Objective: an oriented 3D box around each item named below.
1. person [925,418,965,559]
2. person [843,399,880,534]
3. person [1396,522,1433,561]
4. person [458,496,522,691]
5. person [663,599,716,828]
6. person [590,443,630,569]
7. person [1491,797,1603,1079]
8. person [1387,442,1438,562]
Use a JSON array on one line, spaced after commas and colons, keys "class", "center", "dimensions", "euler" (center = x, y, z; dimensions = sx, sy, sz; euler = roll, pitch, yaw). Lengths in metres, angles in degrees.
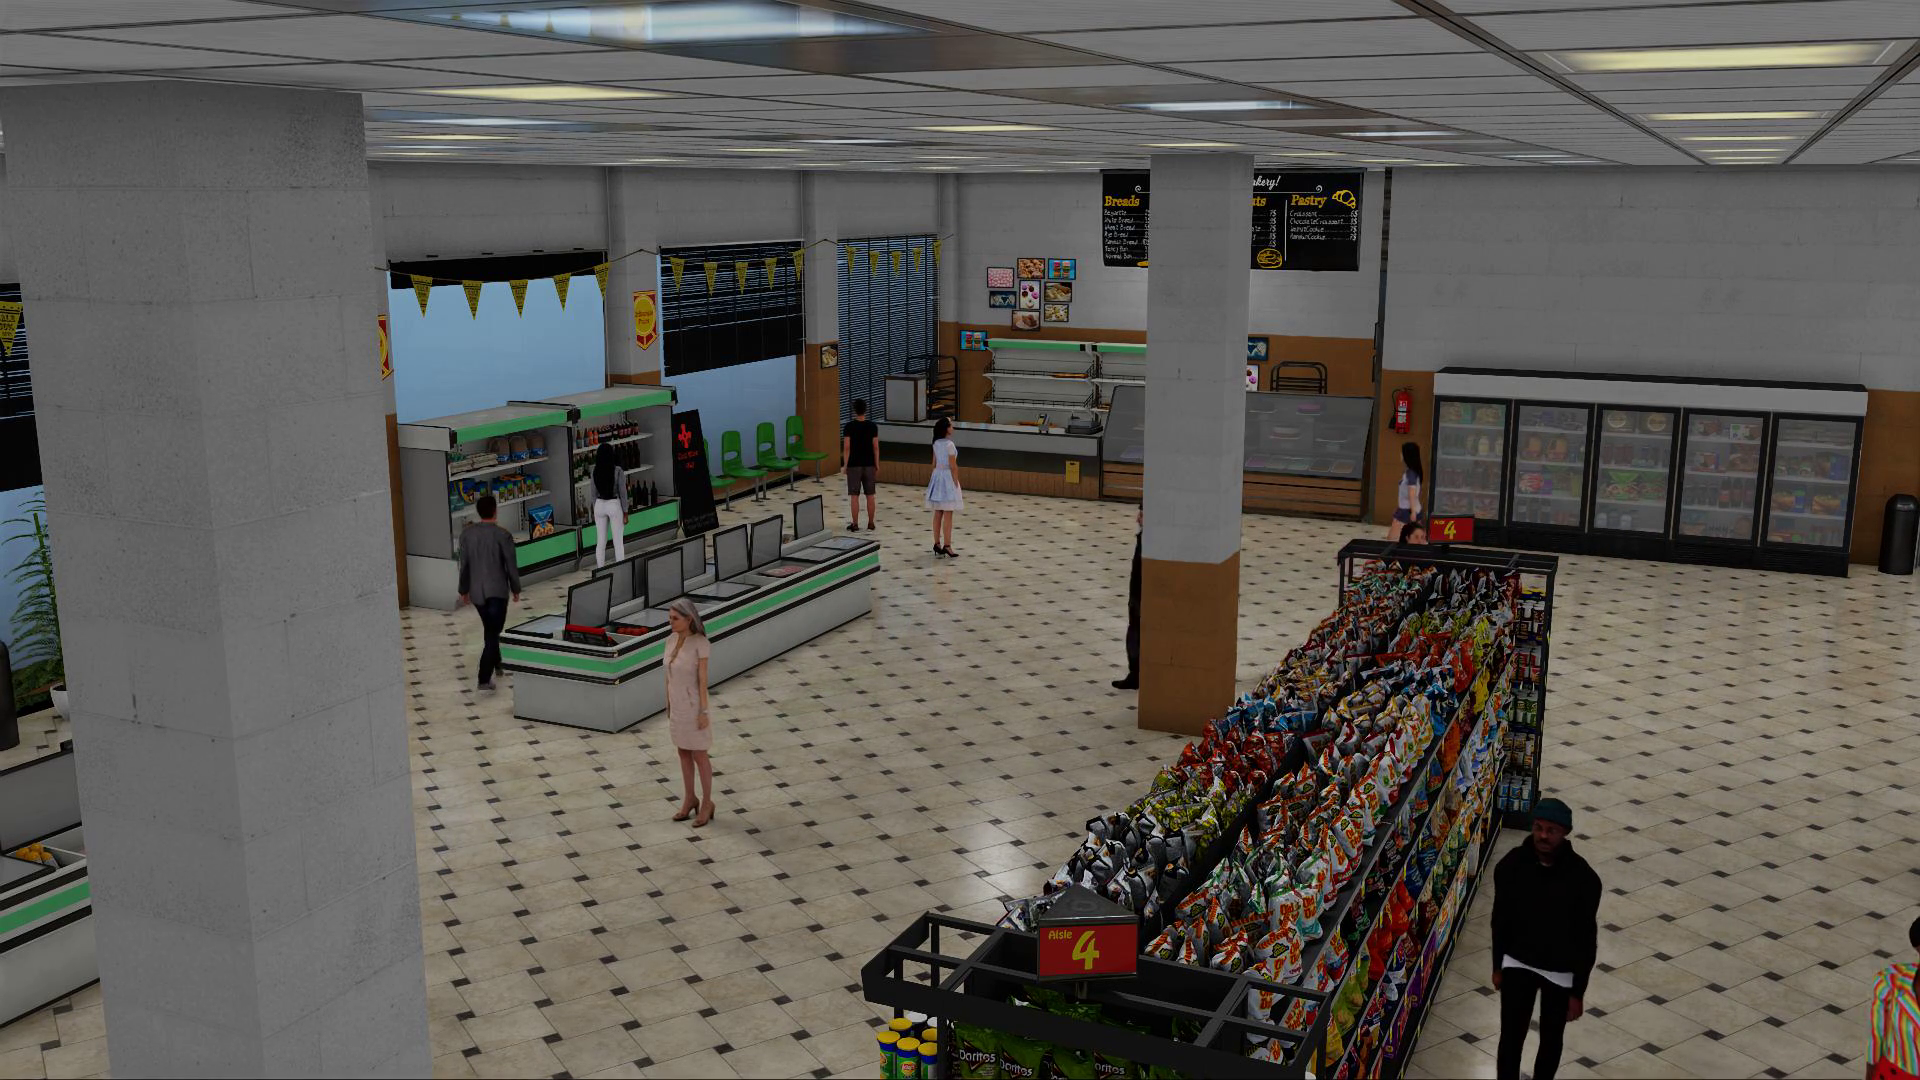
[{"class": "person", "center": [-0.197, -0.686, 21.597], "dimensions": [0.872, 1.816, 0.831], "euler": [-9, 15, -38]}, {"class": "person", "center": [-1.379, -1.036, 23.158], "dimensions": [0.765, 1.858, 0.807], "euler": [-3, 12, -15]}, {"class": "person", "center": [4.149, 0.656, 15.565], "dimensions": [0.946, 1.675, 1.021], "euler": [-4, 13, -19]}, {"class": "person", "center": [-4.471, 0.546, 15.727], "dimensions": [0.933, 1.824, 1.294], "euler": [2, 12, 9]}, {"class": "person", "center": [-2.026, 1.280, 12.458], "dimensions": [0.638, 1.734, 0.609], "euler": [9, 15, 36]}, {"class": "person", "center": [-4.246, -0.327, 20.116], "dimensions": [0.644, 1.724, 0.577], "euler": [2, 12, 11]}, {"class": "person", "center": [2.930, 2.117, 8.329], "dimensions": [0.661, 1.797, 0.737], "euler": [5, 13, 23]}, {"class": "person", "center": [5.557, -0.324, 20.263], "dimensions": [0.806, 1.657, 1.107], "euler": [3, 12, 15]}]
